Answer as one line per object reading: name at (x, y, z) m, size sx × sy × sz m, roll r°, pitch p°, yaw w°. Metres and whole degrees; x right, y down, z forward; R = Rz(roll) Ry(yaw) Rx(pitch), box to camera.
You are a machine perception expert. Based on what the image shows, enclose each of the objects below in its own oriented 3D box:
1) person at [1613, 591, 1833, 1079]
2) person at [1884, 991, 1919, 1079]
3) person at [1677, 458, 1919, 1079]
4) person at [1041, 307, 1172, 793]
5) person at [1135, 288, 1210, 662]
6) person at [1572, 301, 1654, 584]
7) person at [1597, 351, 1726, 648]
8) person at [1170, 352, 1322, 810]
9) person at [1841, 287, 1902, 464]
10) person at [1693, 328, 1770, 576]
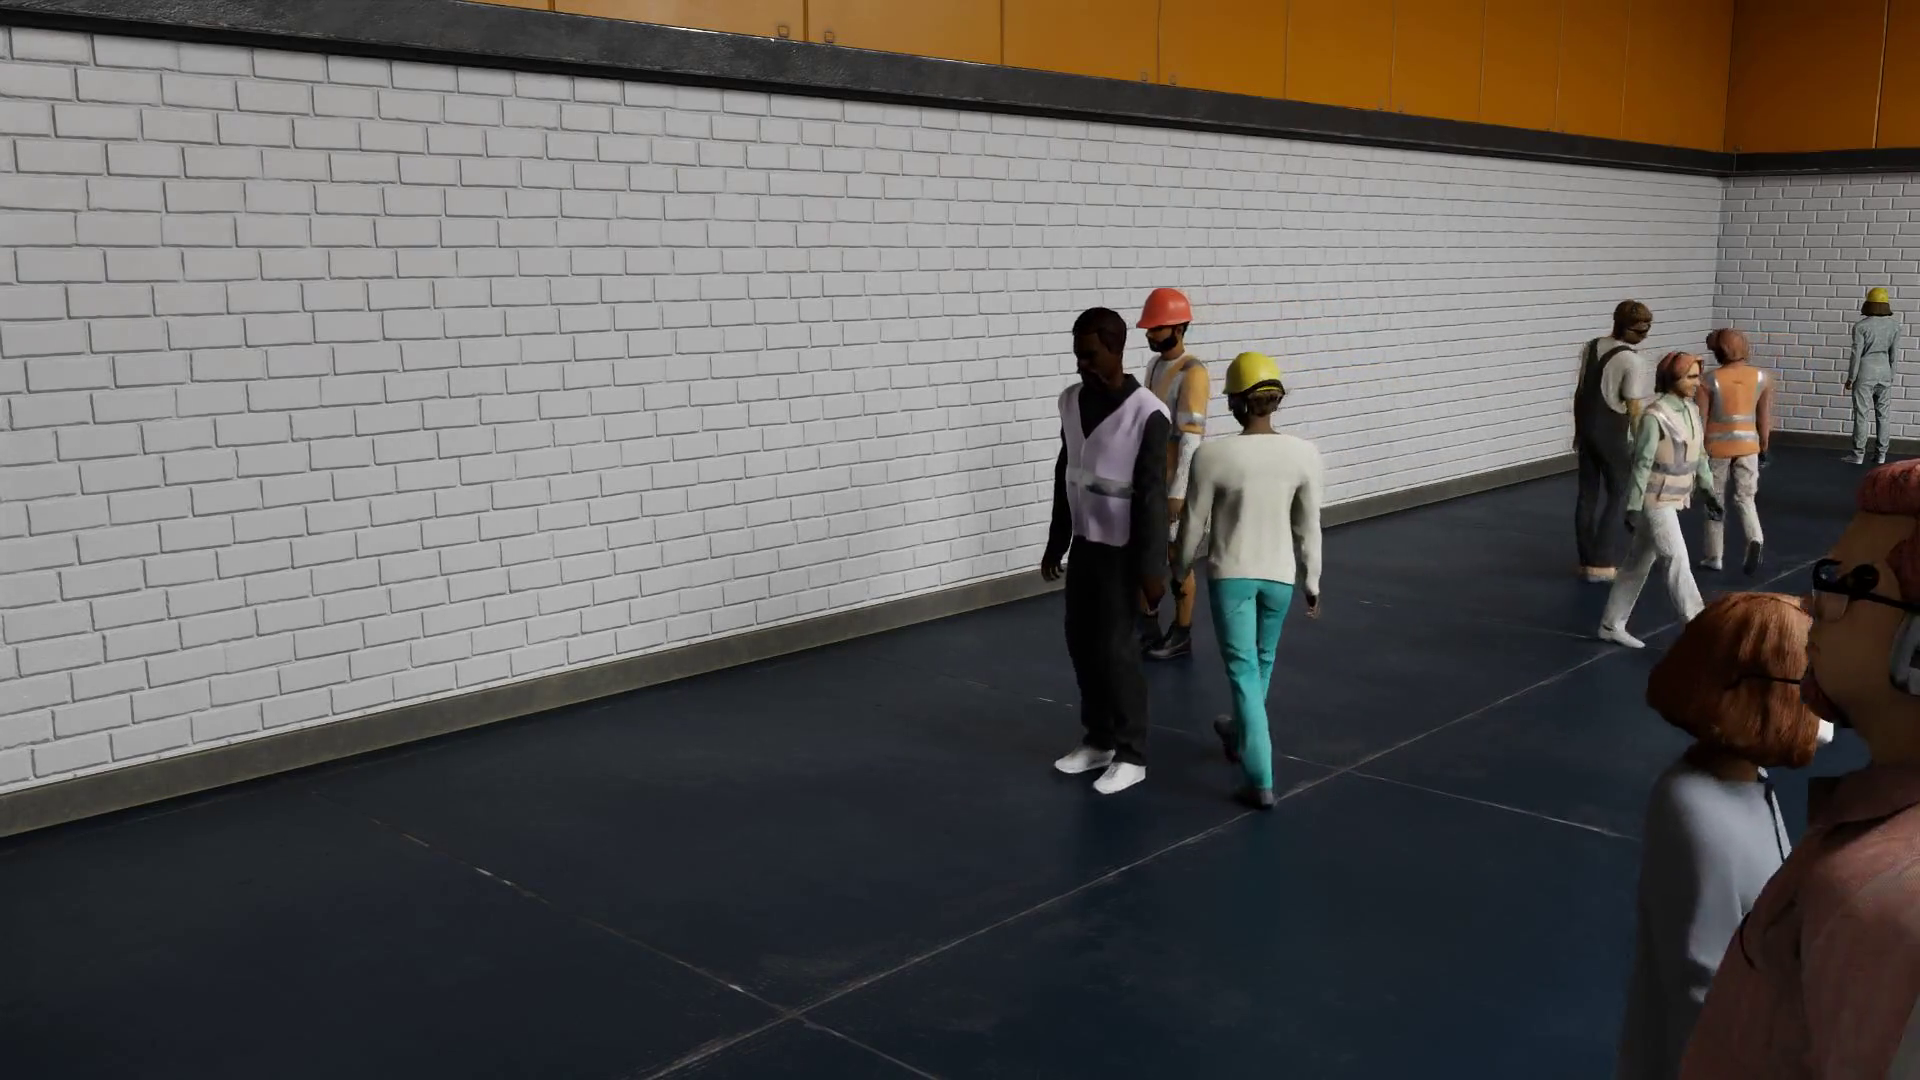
person at (1.129, 0.865, 2.629) m, size 0.583 × 1.616 × 0.514 m, roll 7°, pitch 12°, yaw 34°
person at (0.967, 0.930, 1.460) m, size 1.007 × 1.918 × 0.625 m, roll 5°, pitch 11°, yaw 25°
person at (0.994, 0.862, 1.842) m, size 0.410 × 1.913 × 0.643 m, roll 9°, pitch 13°, yaw 42°
person at (0.604, 0.037, 6.569) m, size 0.436 × 1.900 × 0.613 m, roll -7°, pitch 12°, yaw -35°
person at (0.989, -0.313, 8.478) m, size 0.541 × 1.923 × 0.580 m, roll -4°, pitch 11°, yaw -21°
person at (4.095, -0.614, 10.583) m, size 0.371 × 1.808 × 0.614 m, roll -4°, pitch 11°, yaw -24°
person at (3.729, -0.172, 8.633) m, size 0.836 × 1.594 × 0.515 m, roll 9°, pitch 13°, yaw 41°
person at (1.101, 0.132, 6.530) m, size 0.535 × 1.724 × 0.862 m, roll -3°, pitch 10°, yaw -15°
person at (9.015, -1.622, 16.461) m, size 0.484 × 1.744 × 0.294 m, roll -1°, pitch 10°, yaw -3°
person at (5.002, -0.556, 10.747) m, size 0.532 × 1.611 × 0.648 m, roll 1°, pitch 10°, yaw 3°
